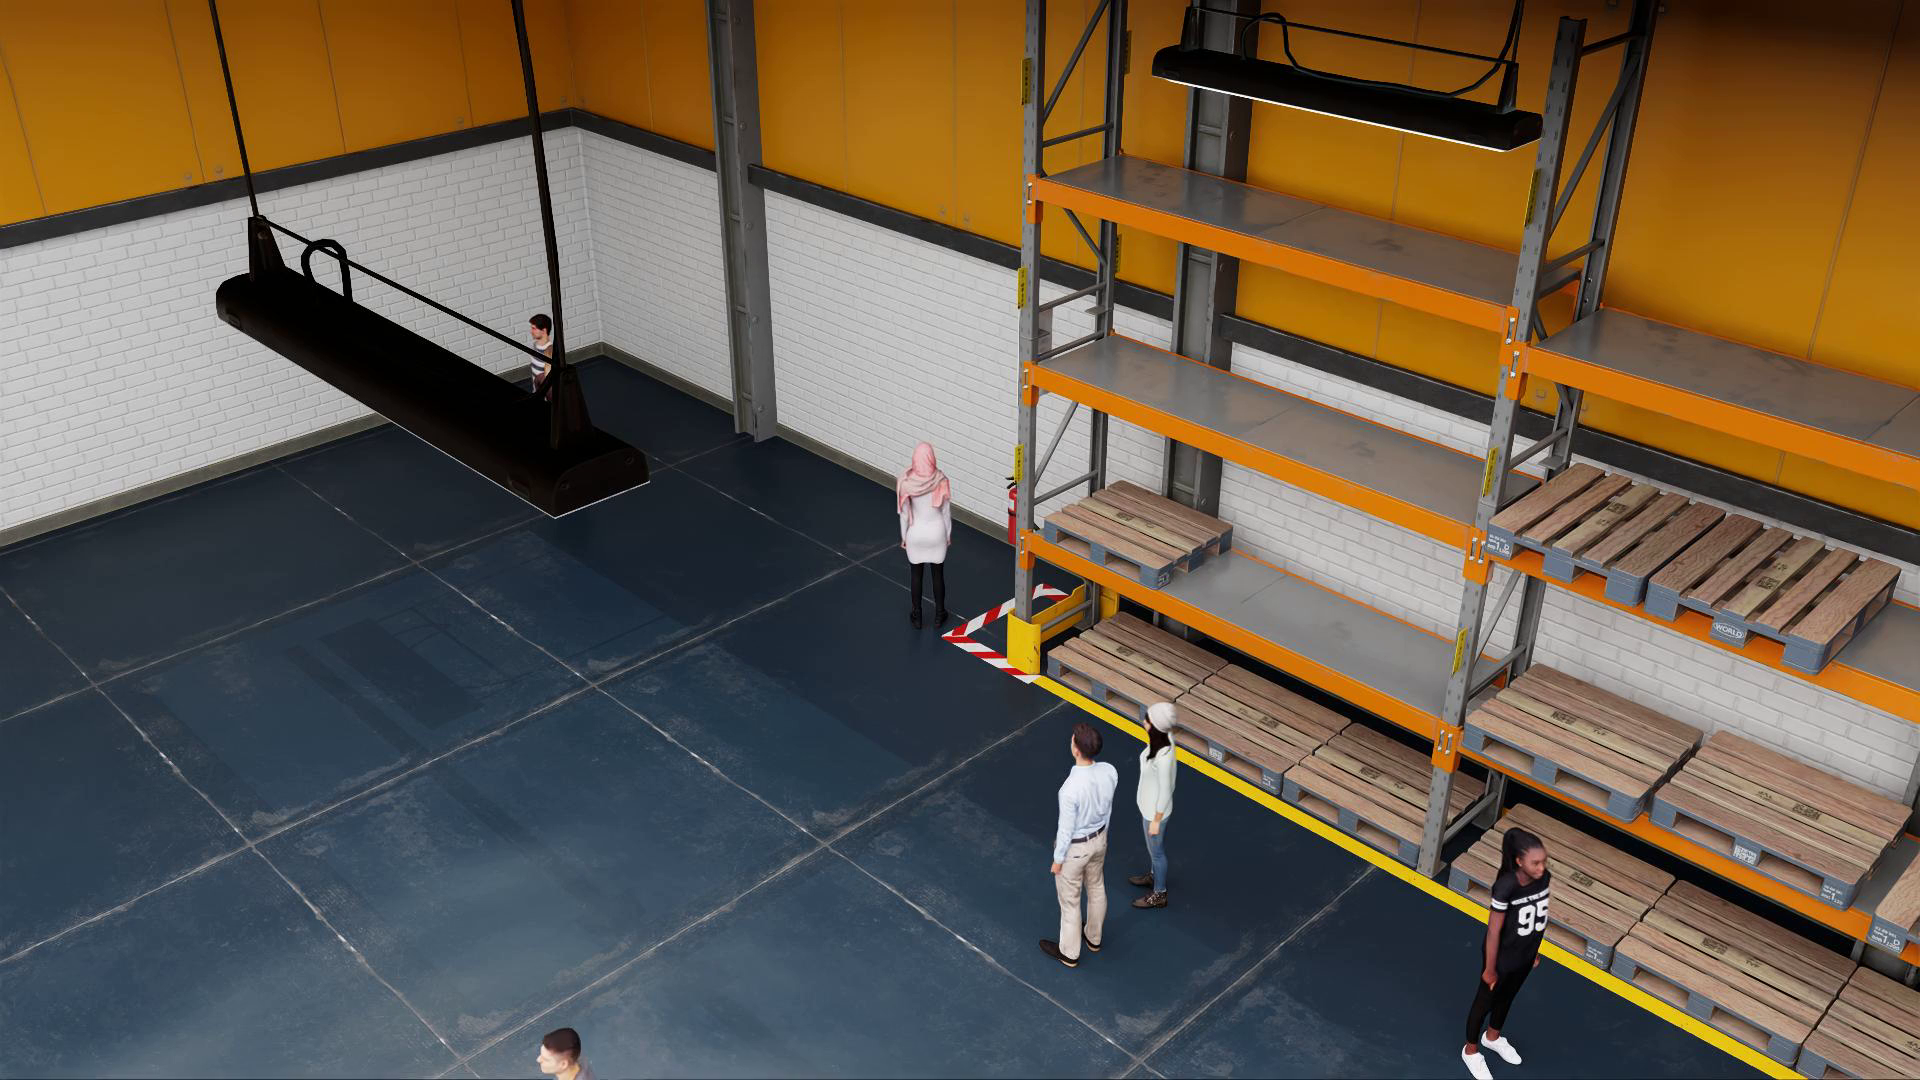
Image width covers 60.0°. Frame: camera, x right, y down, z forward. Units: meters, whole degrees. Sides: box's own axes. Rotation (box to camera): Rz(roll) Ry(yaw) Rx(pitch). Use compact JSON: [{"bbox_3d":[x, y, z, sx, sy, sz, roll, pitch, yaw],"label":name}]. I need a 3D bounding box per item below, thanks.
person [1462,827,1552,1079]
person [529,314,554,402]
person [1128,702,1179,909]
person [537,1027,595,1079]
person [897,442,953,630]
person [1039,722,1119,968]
[{"bbox_3d":[3.313,2.487,10.032,0.661,1.728,0.646,-17,33,-28],"label":"person"},{"bbox_3d":[-4.211,-1.460,17.136,0.715,1.854,0.474,-23,36,-36],"label":"person"},{"bbox_3d":[1.338,1.802,11.374,0.683,1.644,0.632,1,29,2],"label":"person"},{"bbox_3d":[-1.900,3.211,8.719,0.995,1.713,1.125,-11,30,-19],"label":"person"},{"bbox_3d":[-0.295,-0.040,14.584,0.740,1.804,0.795,-1,29,-2],"label":"person"},{"bbox_3d":[0.786,1.981,10.834,0.653,1.847,0.603,-23,36,-36],"label":"person"}]
